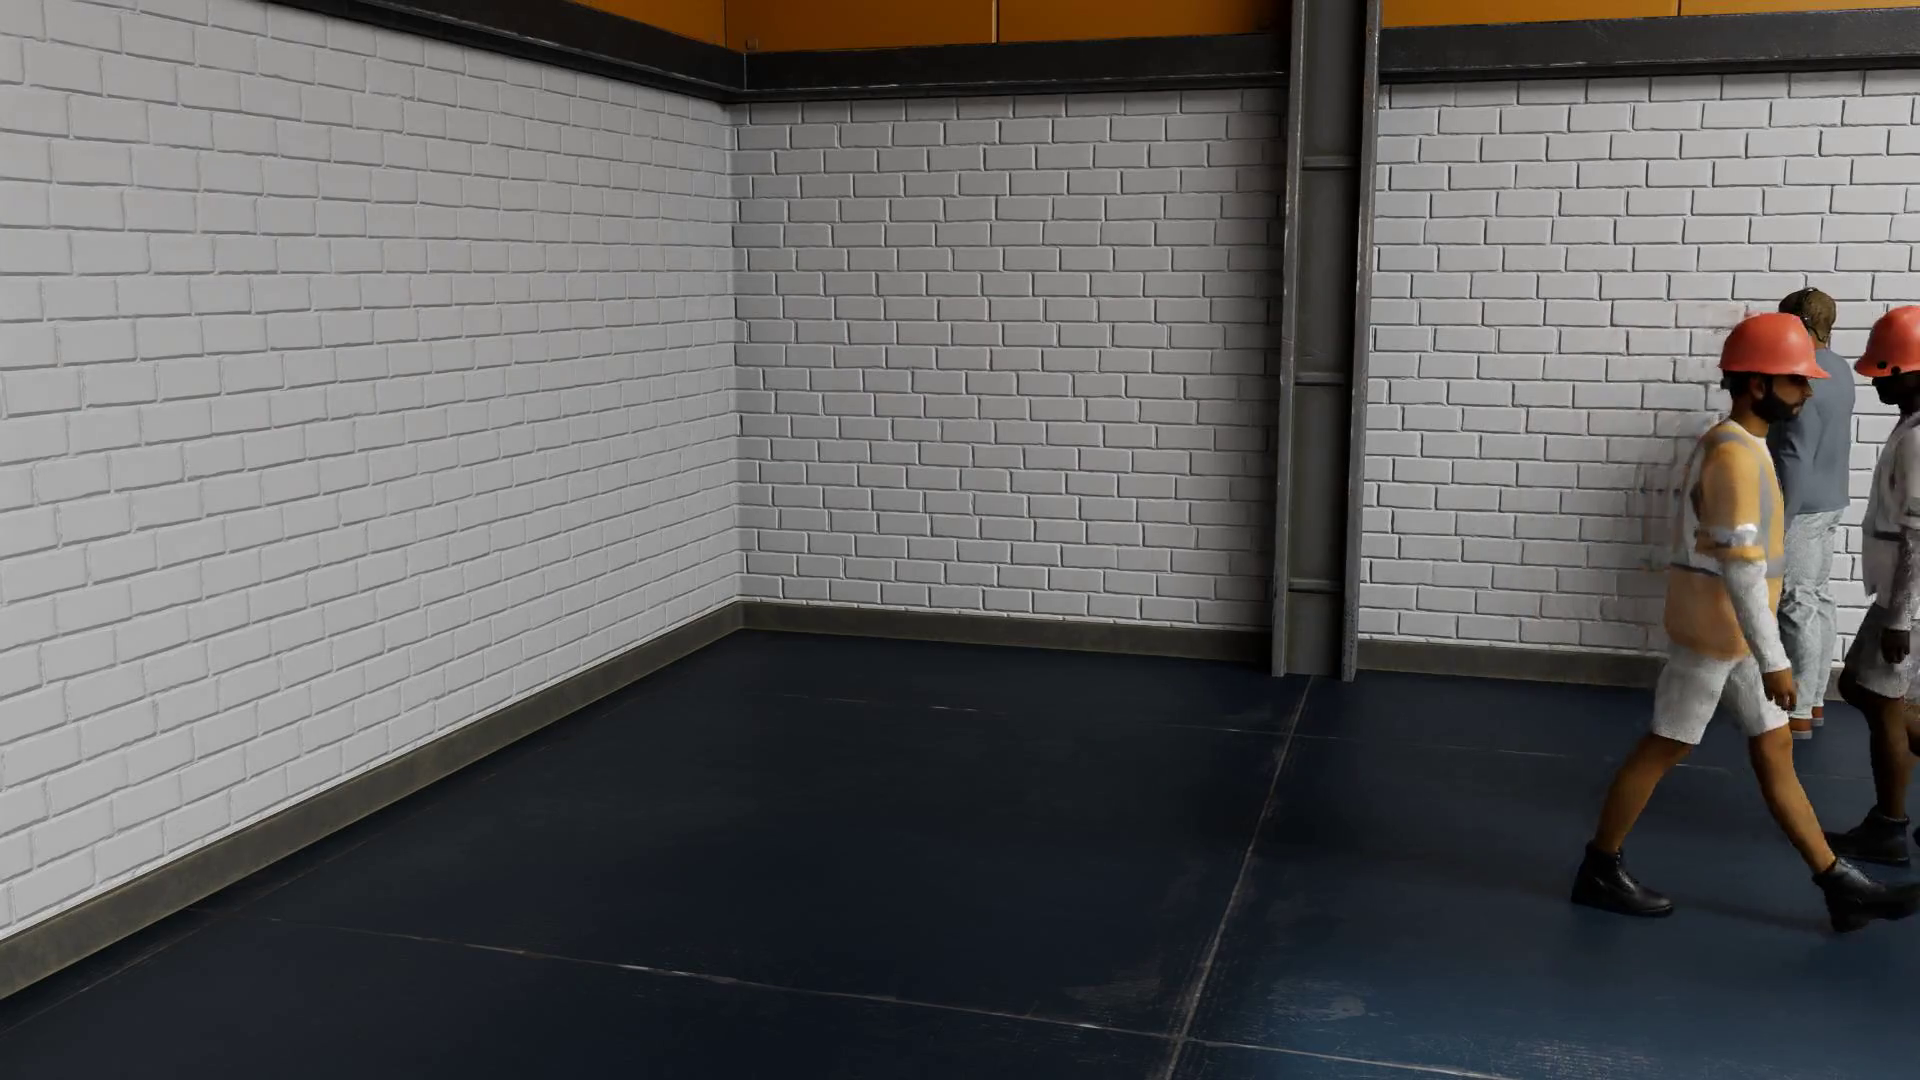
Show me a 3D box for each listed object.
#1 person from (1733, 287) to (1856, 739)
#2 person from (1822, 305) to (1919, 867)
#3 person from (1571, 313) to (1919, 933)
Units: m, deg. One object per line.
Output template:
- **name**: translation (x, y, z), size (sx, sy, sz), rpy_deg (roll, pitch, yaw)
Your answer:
- **person**: translation (3.620, -0.113, 7.176), size (0.369, 1.938, 0.630), rpy_deg (9, 13, 42)
- **person**: translation (3.156, 0.179, 5.510), size (0.468, 1.899, 0.578), rpy_deg (6, 11, 32)
- **person**: translation (2.387, 0.273, 4.976), size (1.038, 1.877, 0.557), rpy_deg (5, 11, 29)
